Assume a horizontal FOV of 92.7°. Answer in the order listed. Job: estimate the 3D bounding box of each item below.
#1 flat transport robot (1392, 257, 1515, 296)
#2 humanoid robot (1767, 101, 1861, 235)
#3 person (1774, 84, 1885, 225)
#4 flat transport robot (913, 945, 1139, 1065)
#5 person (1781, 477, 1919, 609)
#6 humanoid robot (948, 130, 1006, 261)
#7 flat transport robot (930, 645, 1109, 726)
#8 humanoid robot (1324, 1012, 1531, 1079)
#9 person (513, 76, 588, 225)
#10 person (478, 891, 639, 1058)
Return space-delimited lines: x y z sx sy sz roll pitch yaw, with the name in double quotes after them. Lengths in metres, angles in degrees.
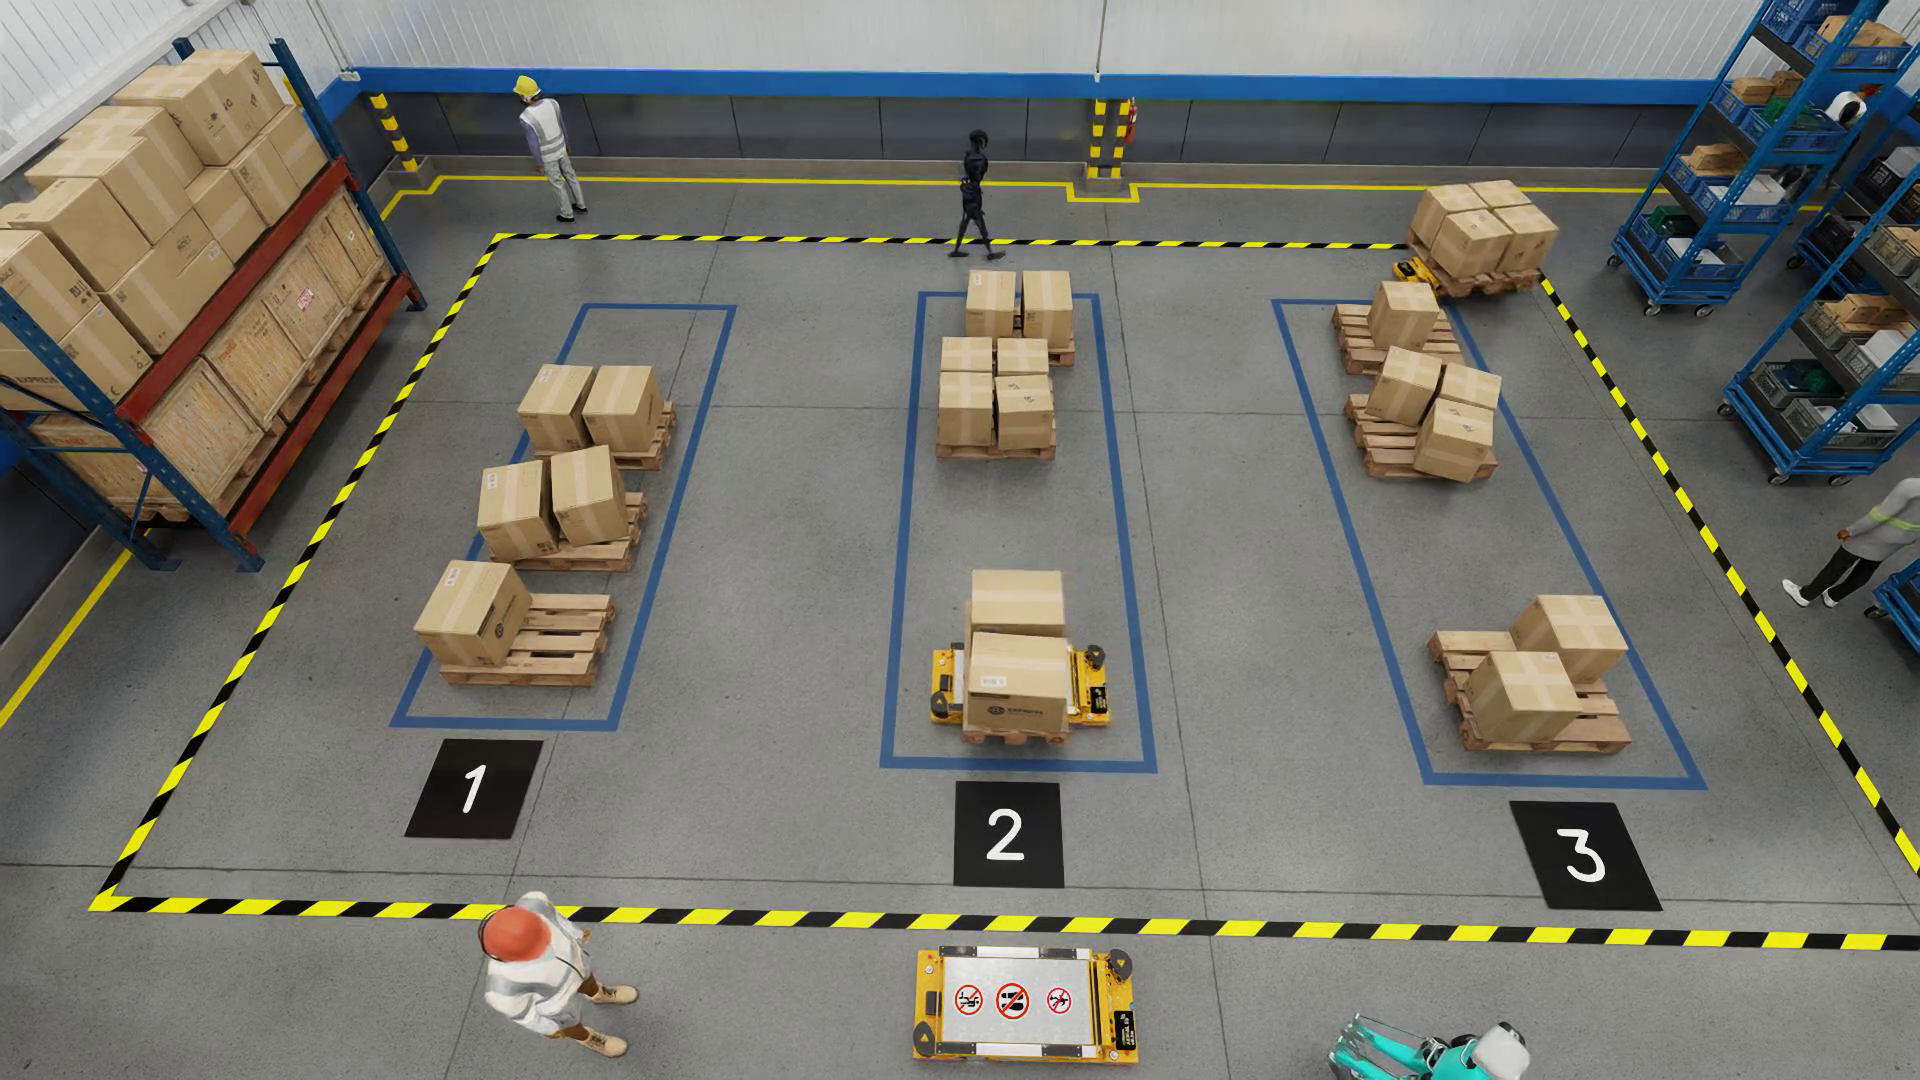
6.087 -3.265 11.129 1.431 0.197 0.652 -8 51 -6 "flat transport robot"
10.531 -4.621 11.347 0.589 1.645 0.456 28 56 21 "humanoid robot"
10.746 -4.882 11.447 0.376 1.843 0.571 5 51 4 "person"
0.422 3.041 6.007 1.431 0.231 0.659 1 51 1 "flat transport robot"
7.614 -0.096 7.543 0.597 1.849 0.388 4 51 3 "person"
0.208 -4.097 10.930 0.710 1.634 0.588 -7 51 -5 "humanoid robot"
0.481 1.172 7.512 1.431 0.197 0.652 1 51 1 "flat transport robot"
2.450 2.865 5.116 0.533 1.677 0.735 -36 59 -26 "humanoid robot"
-5.109 -4.850 11.427 0.404 1.835 0.597 21 54 16 "person"
-2.284 2.523 5.294 0.402 2.029 0.610 2 51 1 "person"
